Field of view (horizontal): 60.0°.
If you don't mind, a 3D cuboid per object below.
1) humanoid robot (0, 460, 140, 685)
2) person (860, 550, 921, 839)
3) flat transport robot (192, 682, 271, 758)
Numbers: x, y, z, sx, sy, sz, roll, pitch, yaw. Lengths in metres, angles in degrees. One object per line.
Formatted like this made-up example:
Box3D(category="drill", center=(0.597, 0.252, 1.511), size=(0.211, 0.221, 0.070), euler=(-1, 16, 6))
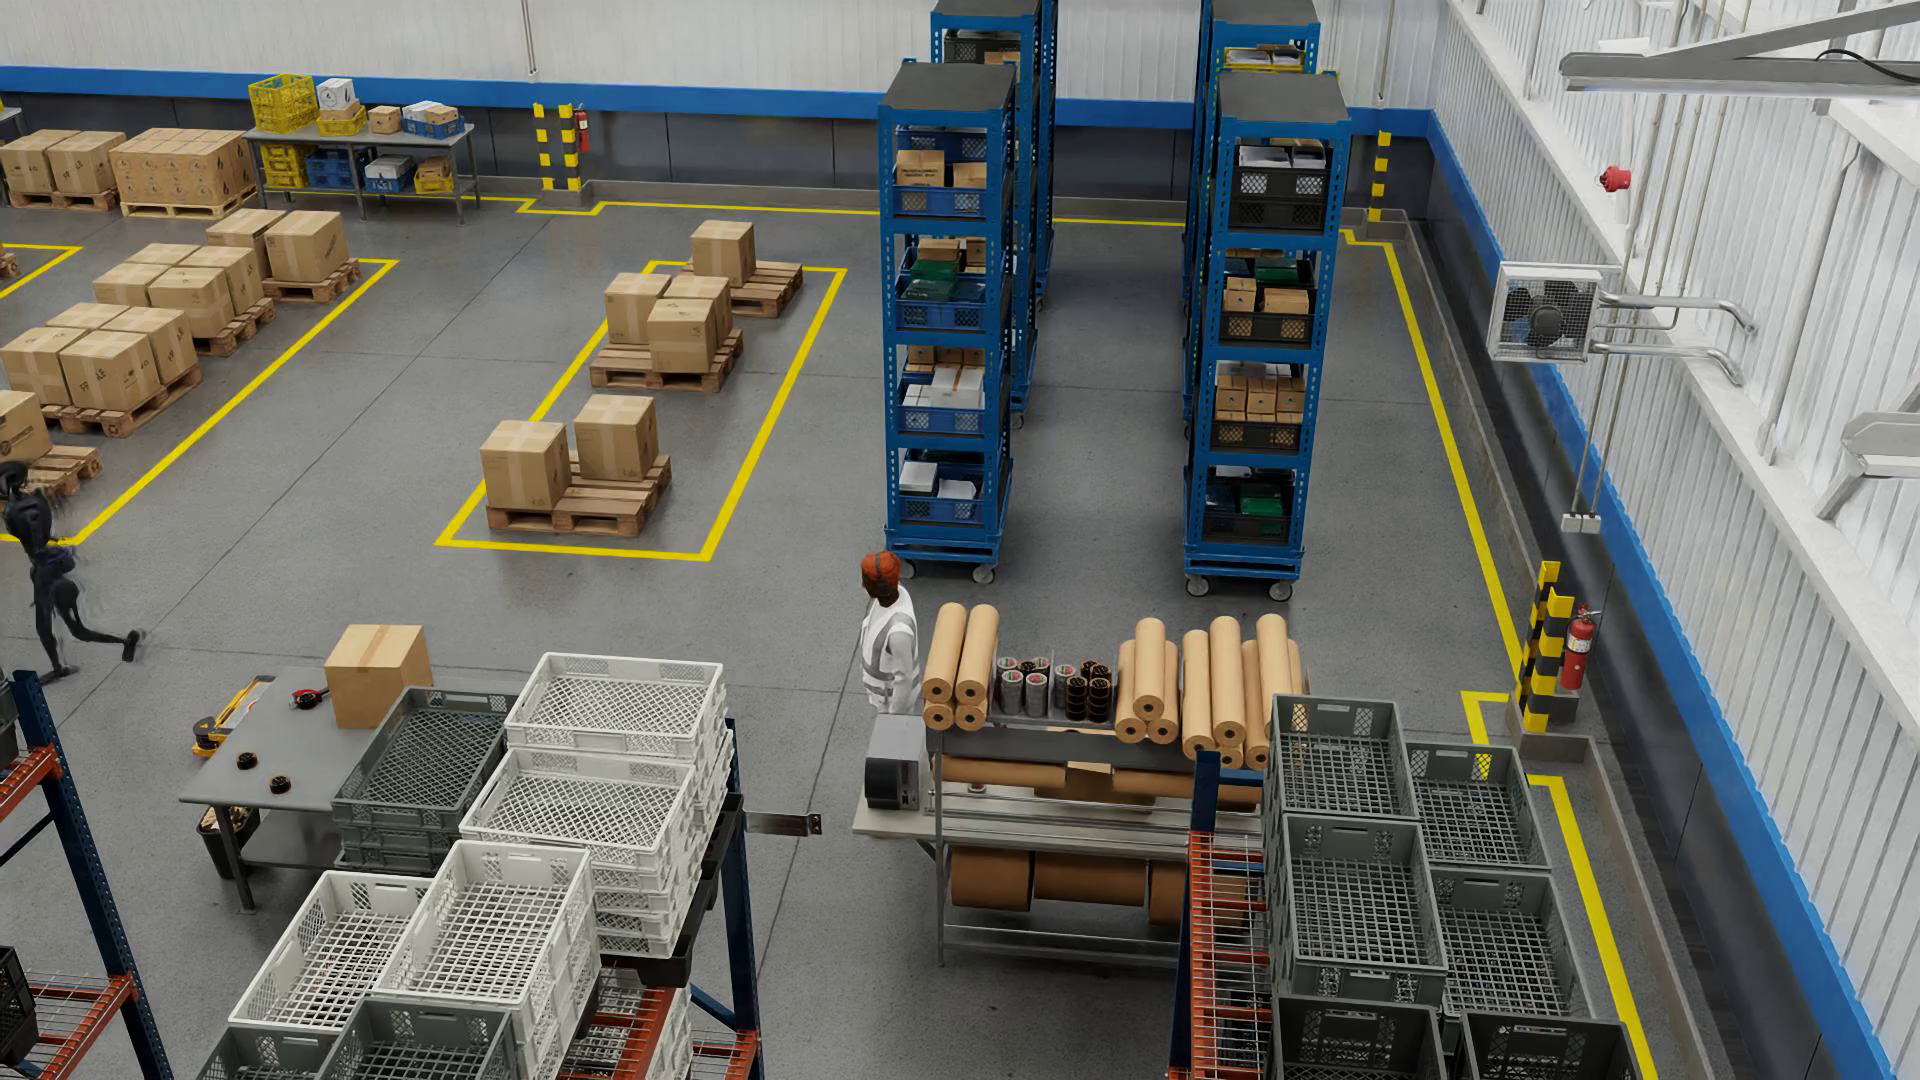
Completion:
Box3D(category="humanoid robot", center=(-5.937, 0.188, 10.960), size=(0.575, 1.635, 0.635), euler=(25, 39, 36))
Box3D(category="person", center=(-0.404, 0.874, 9.564), size=(0.355, 1.886, 0.573), euler=(-5, 31, -8))
Box3D(category="flat transport robot", center=(-4.089, 1.163, 10.648), size=(1.431, 0.197, 0.652), euler=(3, 30, 6))
